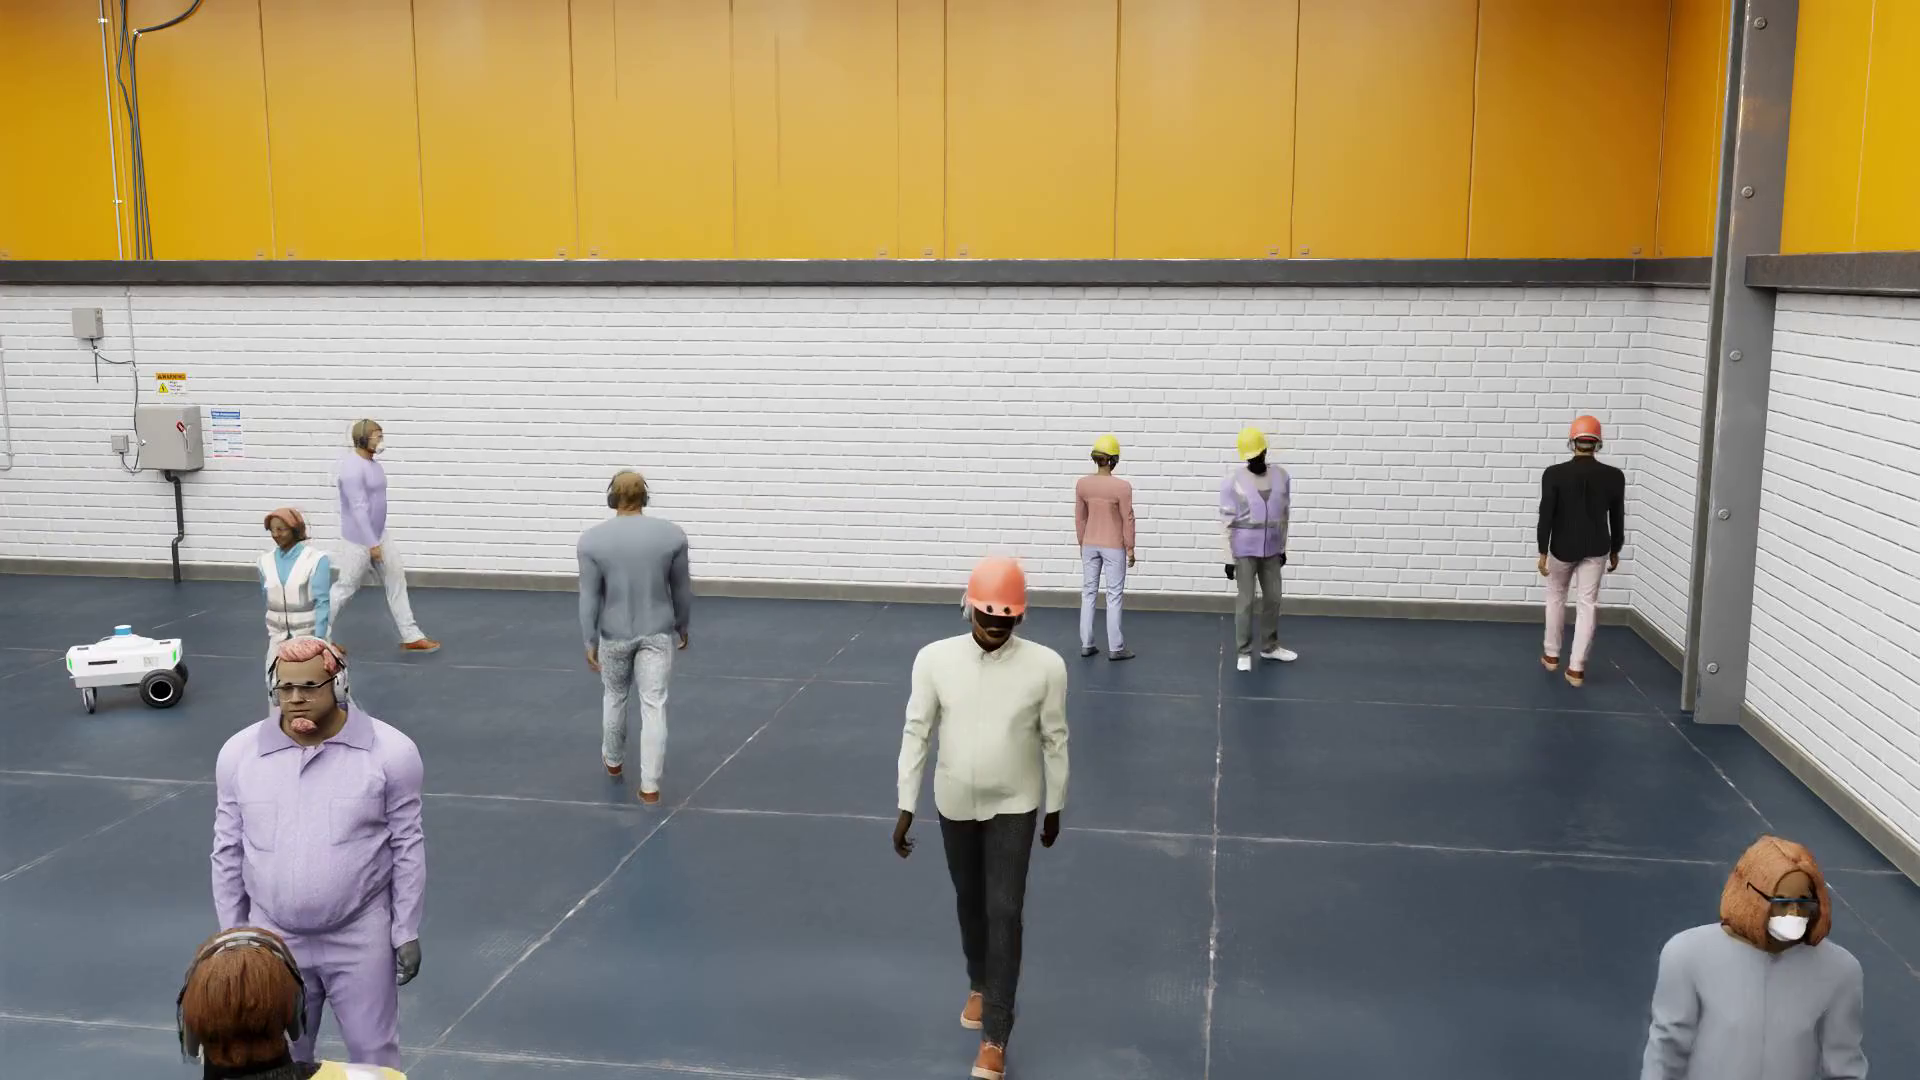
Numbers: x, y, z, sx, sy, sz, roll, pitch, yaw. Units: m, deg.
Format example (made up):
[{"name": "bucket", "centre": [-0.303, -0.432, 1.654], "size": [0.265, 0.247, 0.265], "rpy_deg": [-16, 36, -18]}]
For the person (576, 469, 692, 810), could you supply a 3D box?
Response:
[{"name": "person", "centre": [-1.876, 0.535, 9.625], "size": [0.646, 1.894, 0.955], "rpy_deg": [-2, 9, -14]}]

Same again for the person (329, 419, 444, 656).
[{"name": "person", "centre": [-4.675, -0.008, 13.045], "size": [1.031, 1.894, 0.636], "rpy_deg": [1, 9, 4]}]

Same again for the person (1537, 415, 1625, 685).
[{"name": "person", "centre": [4.615, 0.049, 12.424], "size": [0.641, 1.956, 0.886], "rpy_deg": [2, 9, 12]}]

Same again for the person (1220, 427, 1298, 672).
[{"name": "person", "centre": [2.252, 0.071, 12.567], "size": [0.673, 1.876, 0.493], "rpy_deg": [-4, 10, -21]}]

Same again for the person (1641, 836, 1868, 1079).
[{"name": "person", "centre": [2.028, 1.542, 4.259], "size": [0.536, 1.616, 0.367], "rpy_deg": [1, 9, 4]}]

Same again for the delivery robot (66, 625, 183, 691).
[{"name": "delivery robot", "centre": [-5.824, 0.839, 11.604], "size": [0.707, 0.478, 0.477], "rpy_deg": [-3, 10, -20]}]

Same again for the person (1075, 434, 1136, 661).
[{"name": "person", "centre": [1.137, 0.059, 12.972], "size": [0.525, 1.770, 0.306], "rpy_deg": [7, 11, 35]}]

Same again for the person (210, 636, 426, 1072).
[{"name": "person", "centre": [-2.020, 1.240, 5.263], "size": [0.643, 1.909, 0.410], "rpy_deg": [-2, 9, -10]}]

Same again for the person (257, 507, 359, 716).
[{"name": "person", "centre": [-4.045, 0.574, 10.283], "size": [0.502, 1.609, 0.805], "rpy_deg": [1, 9, 8]}]

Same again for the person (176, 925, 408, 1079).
[{"name": "person", "centre": [-1.295, 1.626, 3.145], "size": [0.636, 1.819, 0.704], "rpy_deg": [-4, 10, -25]}]

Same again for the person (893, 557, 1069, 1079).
[{"name": "person", "centre": [0.073, 1.039, 6.354], "size": [0.631, 1.944, 0.977], "rpy_deg": [2, 9, 12]}]
